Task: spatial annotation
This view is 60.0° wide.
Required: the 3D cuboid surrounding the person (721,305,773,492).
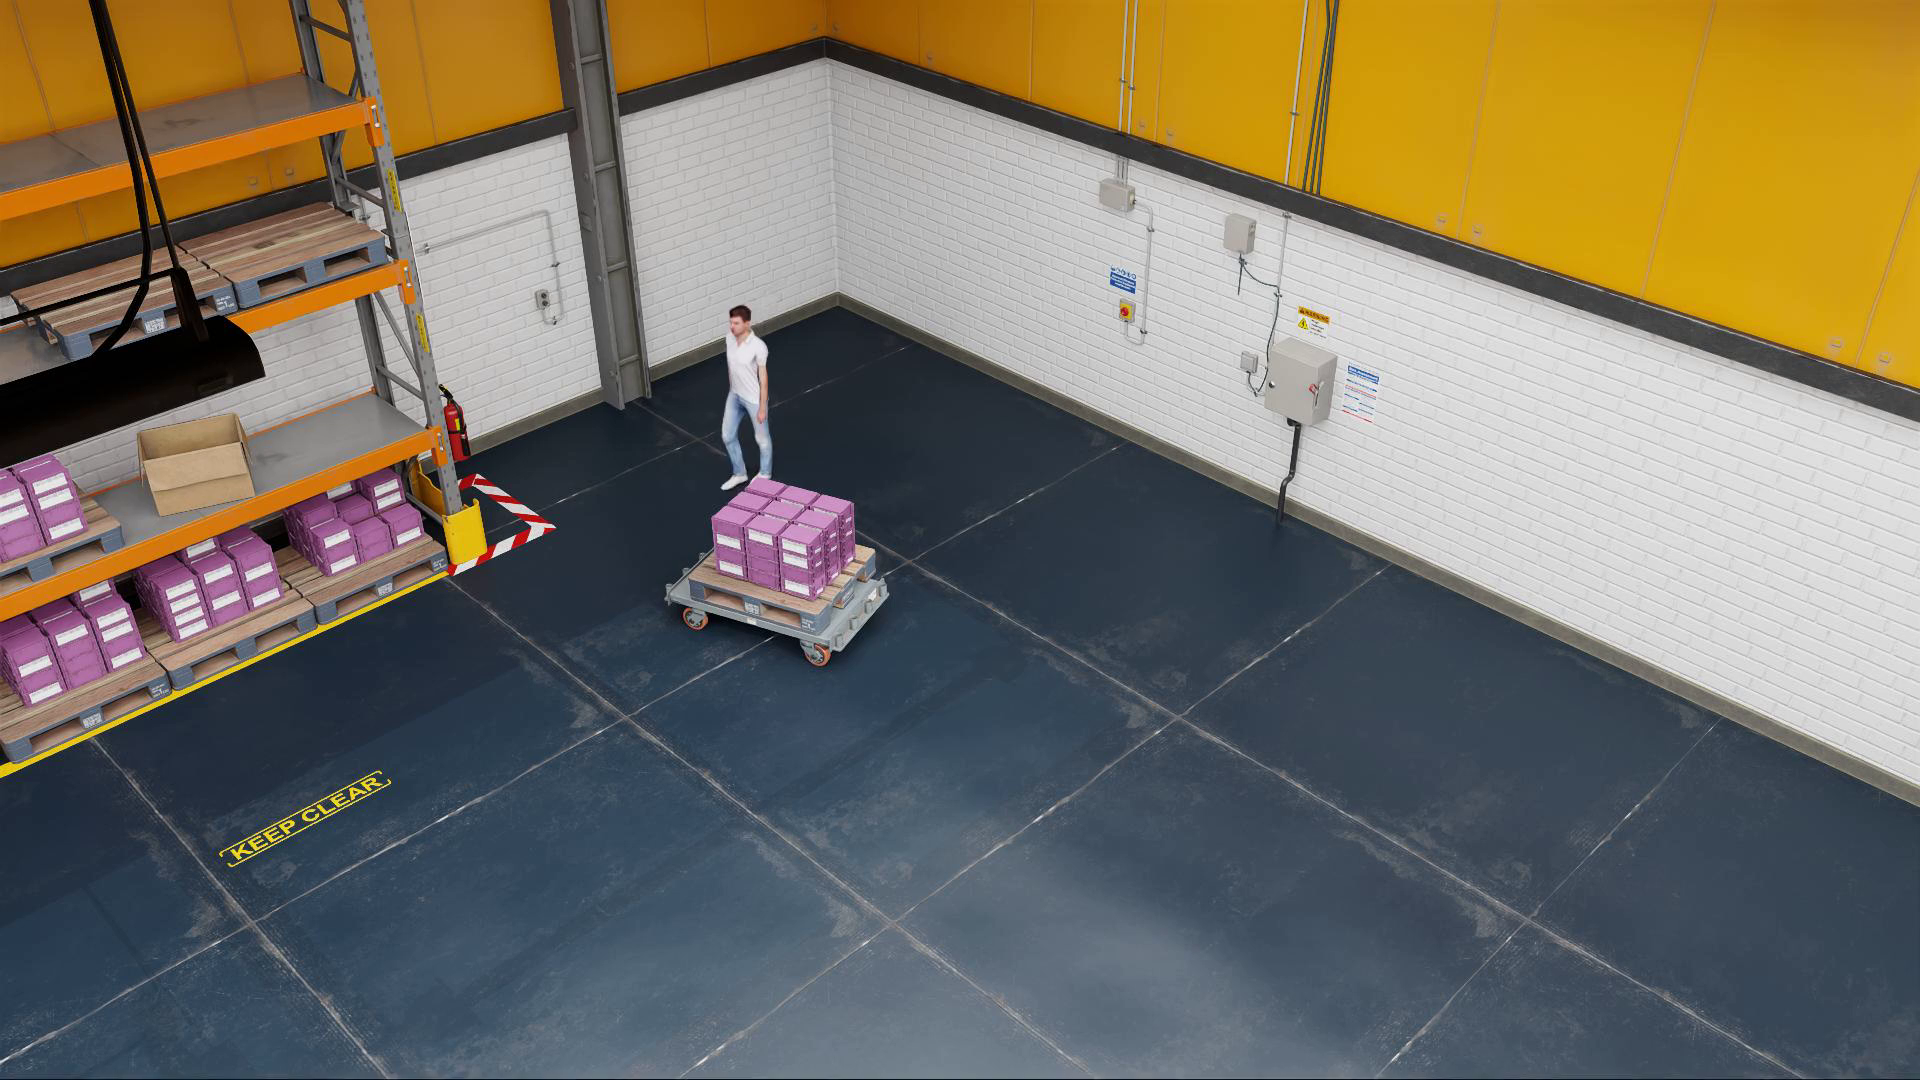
[{"bbox_3d":[-1.865,-1.326,15.157,0.743,1.840,0.783,22,39,29],"label":"person"}]
